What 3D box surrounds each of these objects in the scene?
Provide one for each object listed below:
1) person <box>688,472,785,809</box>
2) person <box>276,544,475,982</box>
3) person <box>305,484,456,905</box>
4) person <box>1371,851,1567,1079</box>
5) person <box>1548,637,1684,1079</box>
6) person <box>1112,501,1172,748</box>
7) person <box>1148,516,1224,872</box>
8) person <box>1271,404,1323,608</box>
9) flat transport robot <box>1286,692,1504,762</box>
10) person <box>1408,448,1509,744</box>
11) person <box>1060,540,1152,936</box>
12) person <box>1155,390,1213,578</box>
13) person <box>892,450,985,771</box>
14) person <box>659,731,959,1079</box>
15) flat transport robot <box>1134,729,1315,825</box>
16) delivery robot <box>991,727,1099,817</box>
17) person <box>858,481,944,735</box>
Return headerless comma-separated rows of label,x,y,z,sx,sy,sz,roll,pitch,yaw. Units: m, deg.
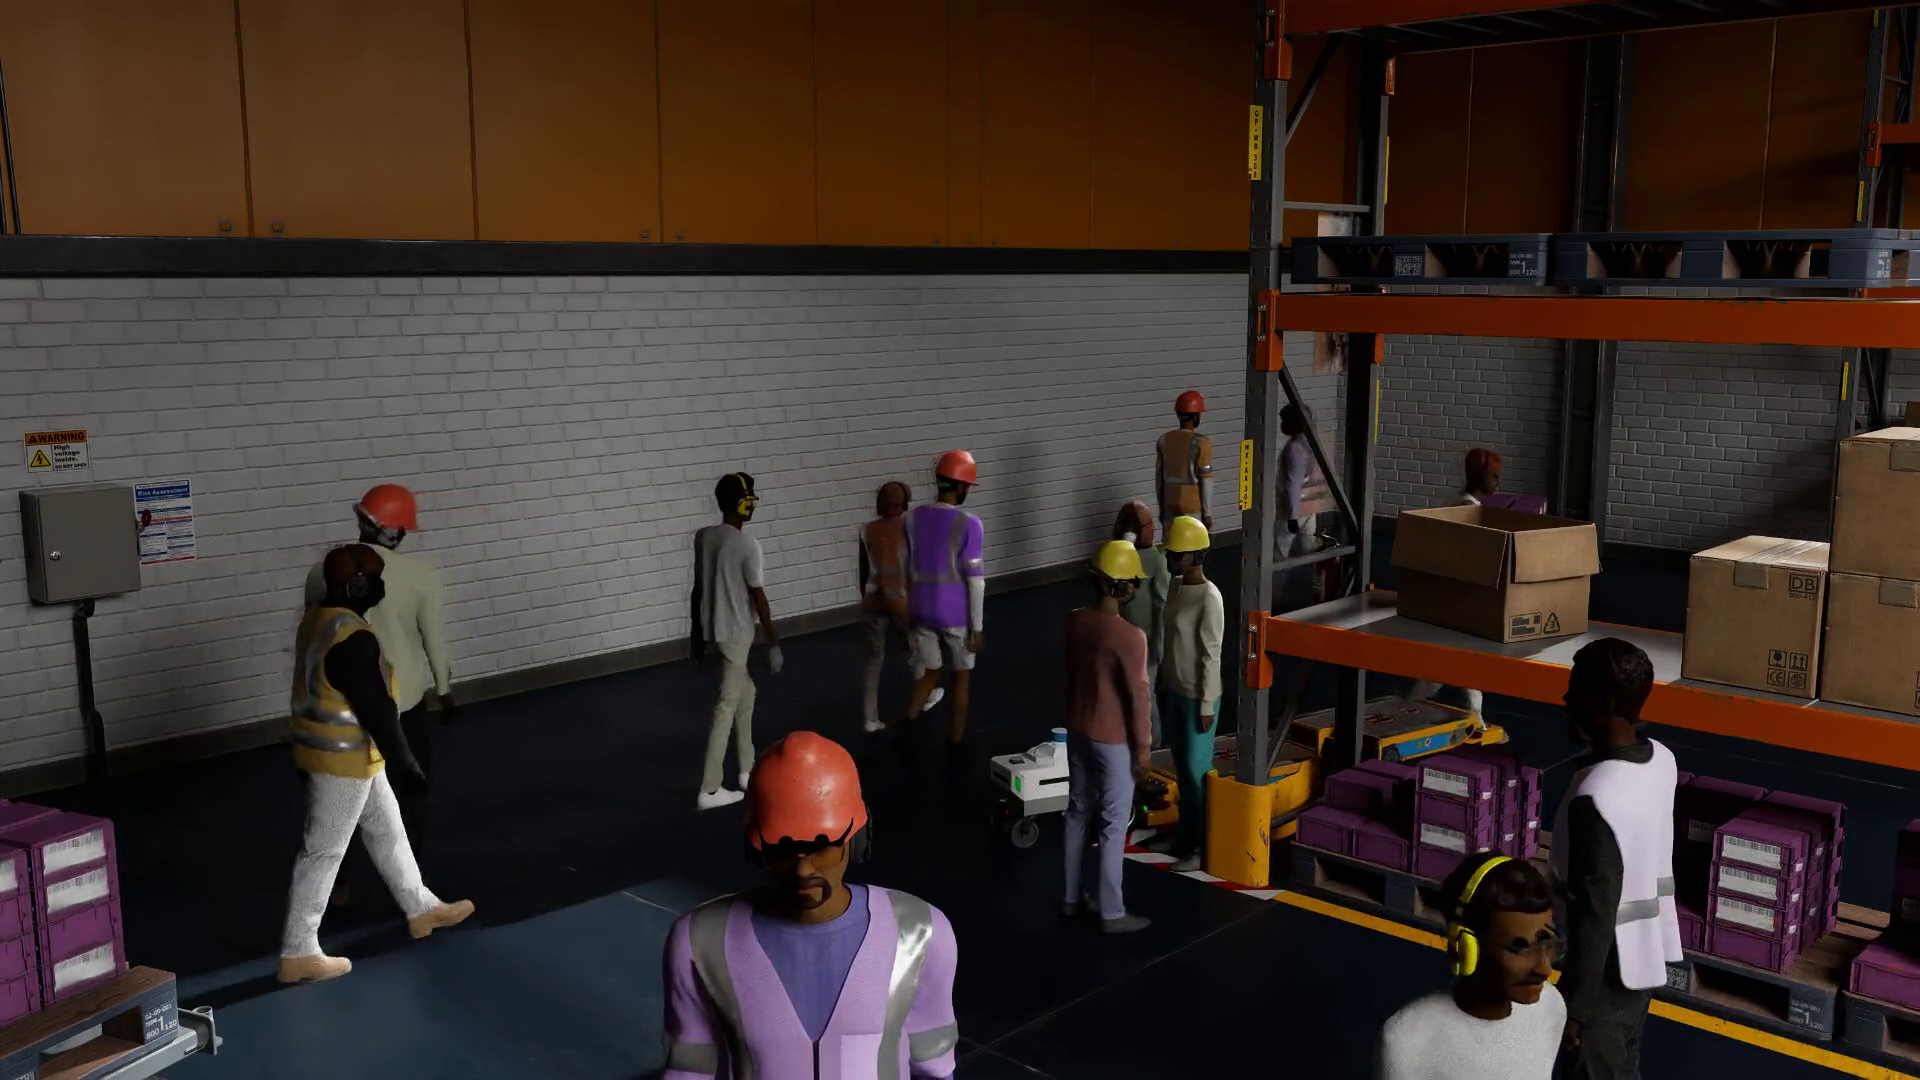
person,-1.177,0.545,9.195,0.543,1.829,0.780,9,13,44
person,-2.491,0.916,7.019,0.950,1.801,0.620,-5,10,-28
person,-2.710,0.719,7.748,0.712,1.964,0.397,-1,9,-9
person,1.032,1.505,3.377,0.532,1.816,1.000,-4,10,-24
person,1.849,1.225,4.777,0.392,1.920,0.592,6,11,35
person,1.026,0.571,9.728,0.359,1.622,0.517,-9,13,-43
person,1.115,0.751,8.187,0.340,1.760,0.530,-2,10,-15
person,2.978,-0.278,14.335,0.839,1.812,0.632,5,11,29
flat transport robot,2.601,1.169,10.158,1.431,0.197,0.652,-6,11,-34
person,3.082,0.350,10.386,0.612,1.870,0.577,1,9,6
person,0.664,0.875,7.406,0.334,1.764,0.526,-7,11,-36
person,1.899,-0.285,13.972,0.546,1.939,0.375,9,13,44
person,-0.136,0.439,9.643,0.566,1.905,0.653,6,11,31
person,-0.300,1.384,3.421,0.615,2.043,0.373,-1,9,-9
flat transport robot,1.438,1.306,9.317,1.431,0.197,0.652,-5,11,-30
delivery robot,0.523,1.223,8.673,0.707,0.478,0.477,-4,10,-25
person,-0.411,0.413,10.726,0.546,1.586,0.863,5,10,26
